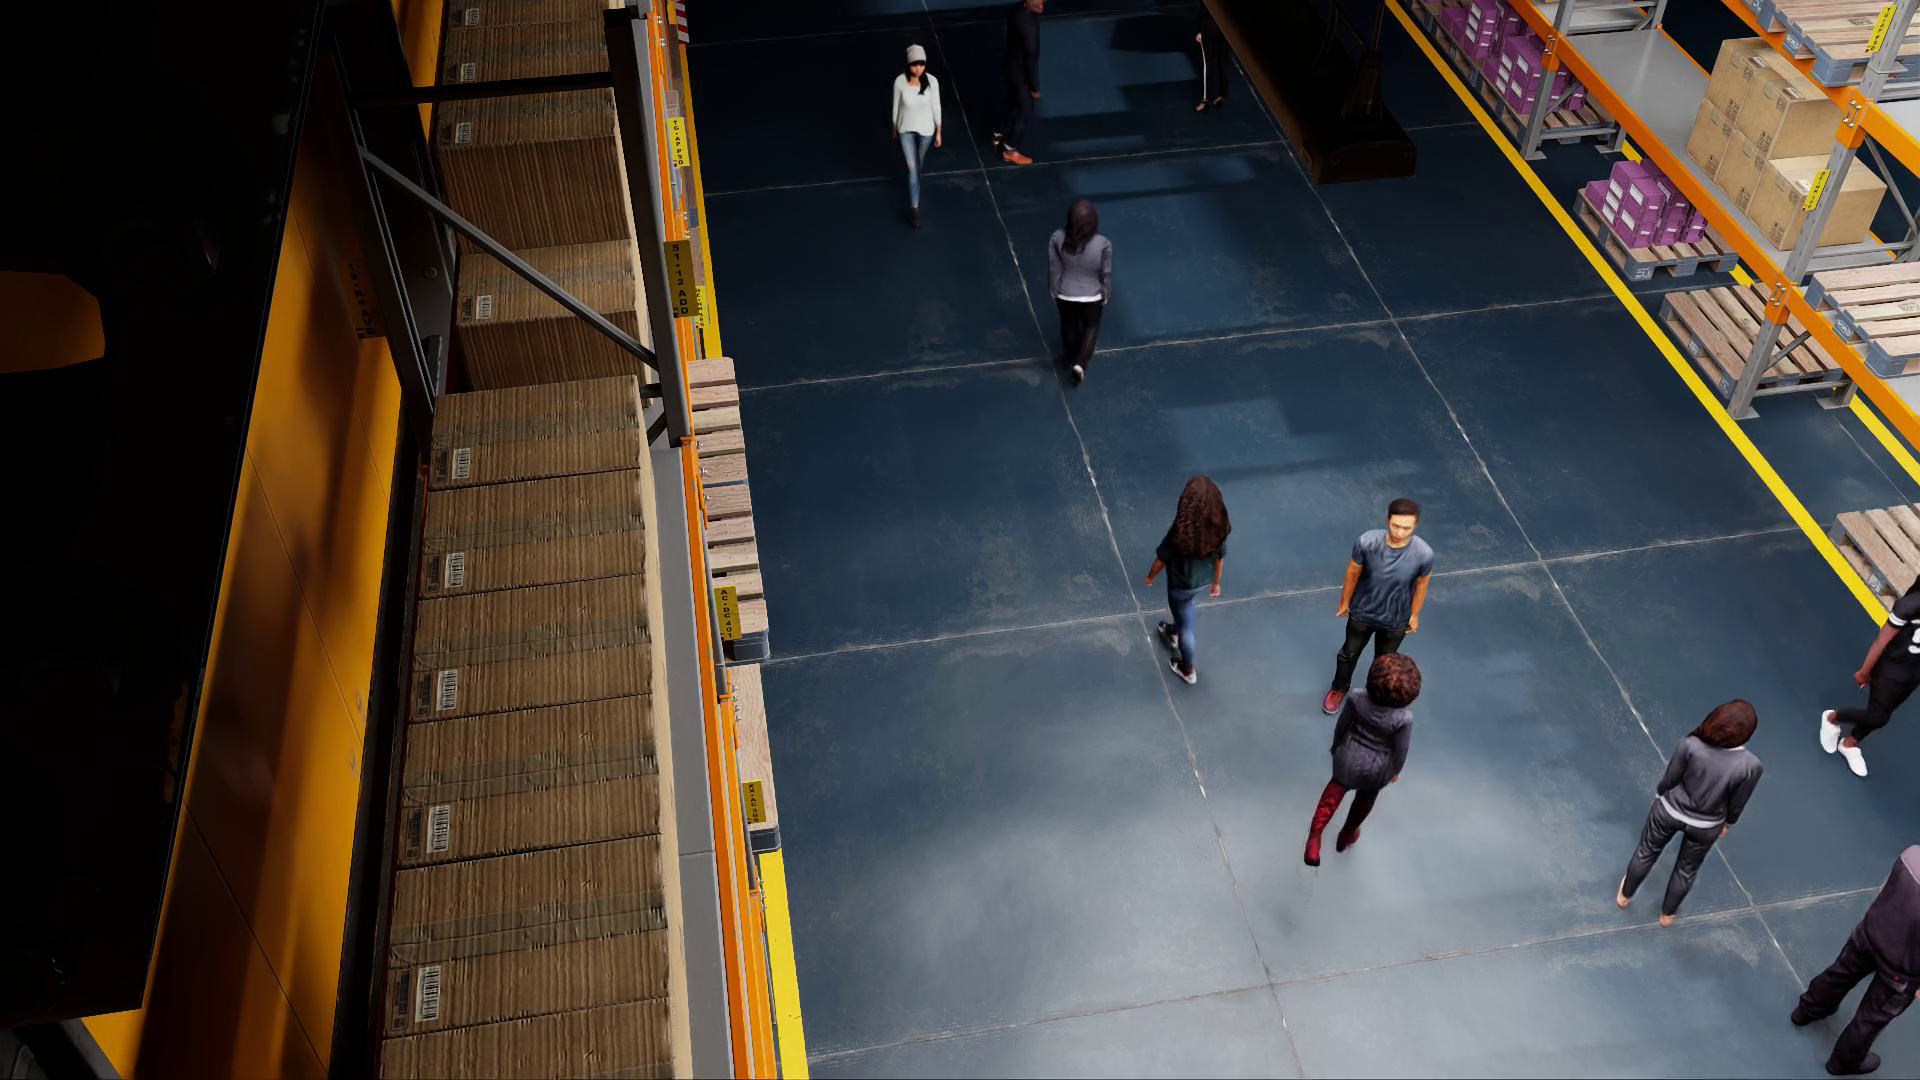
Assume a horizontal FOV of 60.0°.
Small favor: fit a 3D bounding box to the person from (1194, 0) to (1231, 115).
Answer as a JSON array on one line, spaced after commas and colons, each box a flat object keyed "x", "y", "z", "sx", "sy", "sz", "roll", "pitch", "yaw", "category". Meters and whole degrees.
[{"x": 2.501, "y": -4.949, "z": 16.174, "sx": 0.647, "sy": 1.707, "sz": 0.594, "roll": -14, "pitch": 45, "yaw": -14, "category": "person"}]

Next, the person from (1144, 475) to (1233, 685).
[{"x": 1.525, "y": 0.316, "z": 10.728, "sx": 0.735, "sy": 1.594, "sz": 0.867, "roll": -22, "pitch": 48, "yaw": -21, "category": "person"}]

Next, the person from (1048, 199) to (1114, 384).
[{"x": 0.920, "y": -1.931, "z": 13.096, "sx": 0.860, "sy": 1.582, "sz": 0.972, "roll": 10, "pitch": 45, "yaw": 11, "category": "person"}]

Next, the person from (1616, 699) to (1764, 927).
[{"x": 4.099, "y": 1.530, "z": 9.328, "sx": 0.675, "sy": 1.768, "sz": 0.705, "roll": 19, "pitch": 47, "yaw": 19, "category": "person"}]

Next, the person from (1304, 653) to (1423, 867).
[{"x": 2.309, "y": 1.335, "z": 9.586, "sx": 0.891, "sy": 1.695, "sz": 0.955, "roll": 23, "pitch": 48, "yaw": 22, "category": "person"}]

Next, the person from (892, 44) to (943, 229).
[{"x": -0.391, "y": -3.713, "z": 14.956, "sx": 0.603, "sy": 1.597, "sz": 1.105, "roll": -5, "pitch": 44, "yaw": -6, "category": "person"}]

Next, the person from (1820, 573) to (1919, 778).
[{"x": 5.715, "y": 0.720, "z": 10.212, "sx": 0.609, "sy": 1.721, "sz": 0.664, "roll": -8, "pitch": 44, "yaw": -8, "category": "person"}]

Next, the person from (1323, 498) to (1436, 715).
[{"x": 2.645, "y": 0.423, "z": 10.460, "sx": 0.731, "sy": 1.809, "sz": 0.700, "roll": 11, "pitch": 45, "yaw": 11, "category": "person"}]

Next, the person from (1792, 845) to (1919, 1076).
[{"x": 4.856, "y": 2.127, "z": 8.646, "sx": 0.754, "sy": 1.844, "sz": 0.519, "roll": -9, "pitch": 44, "yaw": -9, "category": "person"}]

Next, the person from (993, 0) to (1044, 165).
[{"x": 0.516, "y": -4.341, "z": 15.483, "sx": 0.973, "sy": 1.780, "sz": 0.560, "roll": -18, "pitch": 47, "yaw": -18, "category": "person"}]
